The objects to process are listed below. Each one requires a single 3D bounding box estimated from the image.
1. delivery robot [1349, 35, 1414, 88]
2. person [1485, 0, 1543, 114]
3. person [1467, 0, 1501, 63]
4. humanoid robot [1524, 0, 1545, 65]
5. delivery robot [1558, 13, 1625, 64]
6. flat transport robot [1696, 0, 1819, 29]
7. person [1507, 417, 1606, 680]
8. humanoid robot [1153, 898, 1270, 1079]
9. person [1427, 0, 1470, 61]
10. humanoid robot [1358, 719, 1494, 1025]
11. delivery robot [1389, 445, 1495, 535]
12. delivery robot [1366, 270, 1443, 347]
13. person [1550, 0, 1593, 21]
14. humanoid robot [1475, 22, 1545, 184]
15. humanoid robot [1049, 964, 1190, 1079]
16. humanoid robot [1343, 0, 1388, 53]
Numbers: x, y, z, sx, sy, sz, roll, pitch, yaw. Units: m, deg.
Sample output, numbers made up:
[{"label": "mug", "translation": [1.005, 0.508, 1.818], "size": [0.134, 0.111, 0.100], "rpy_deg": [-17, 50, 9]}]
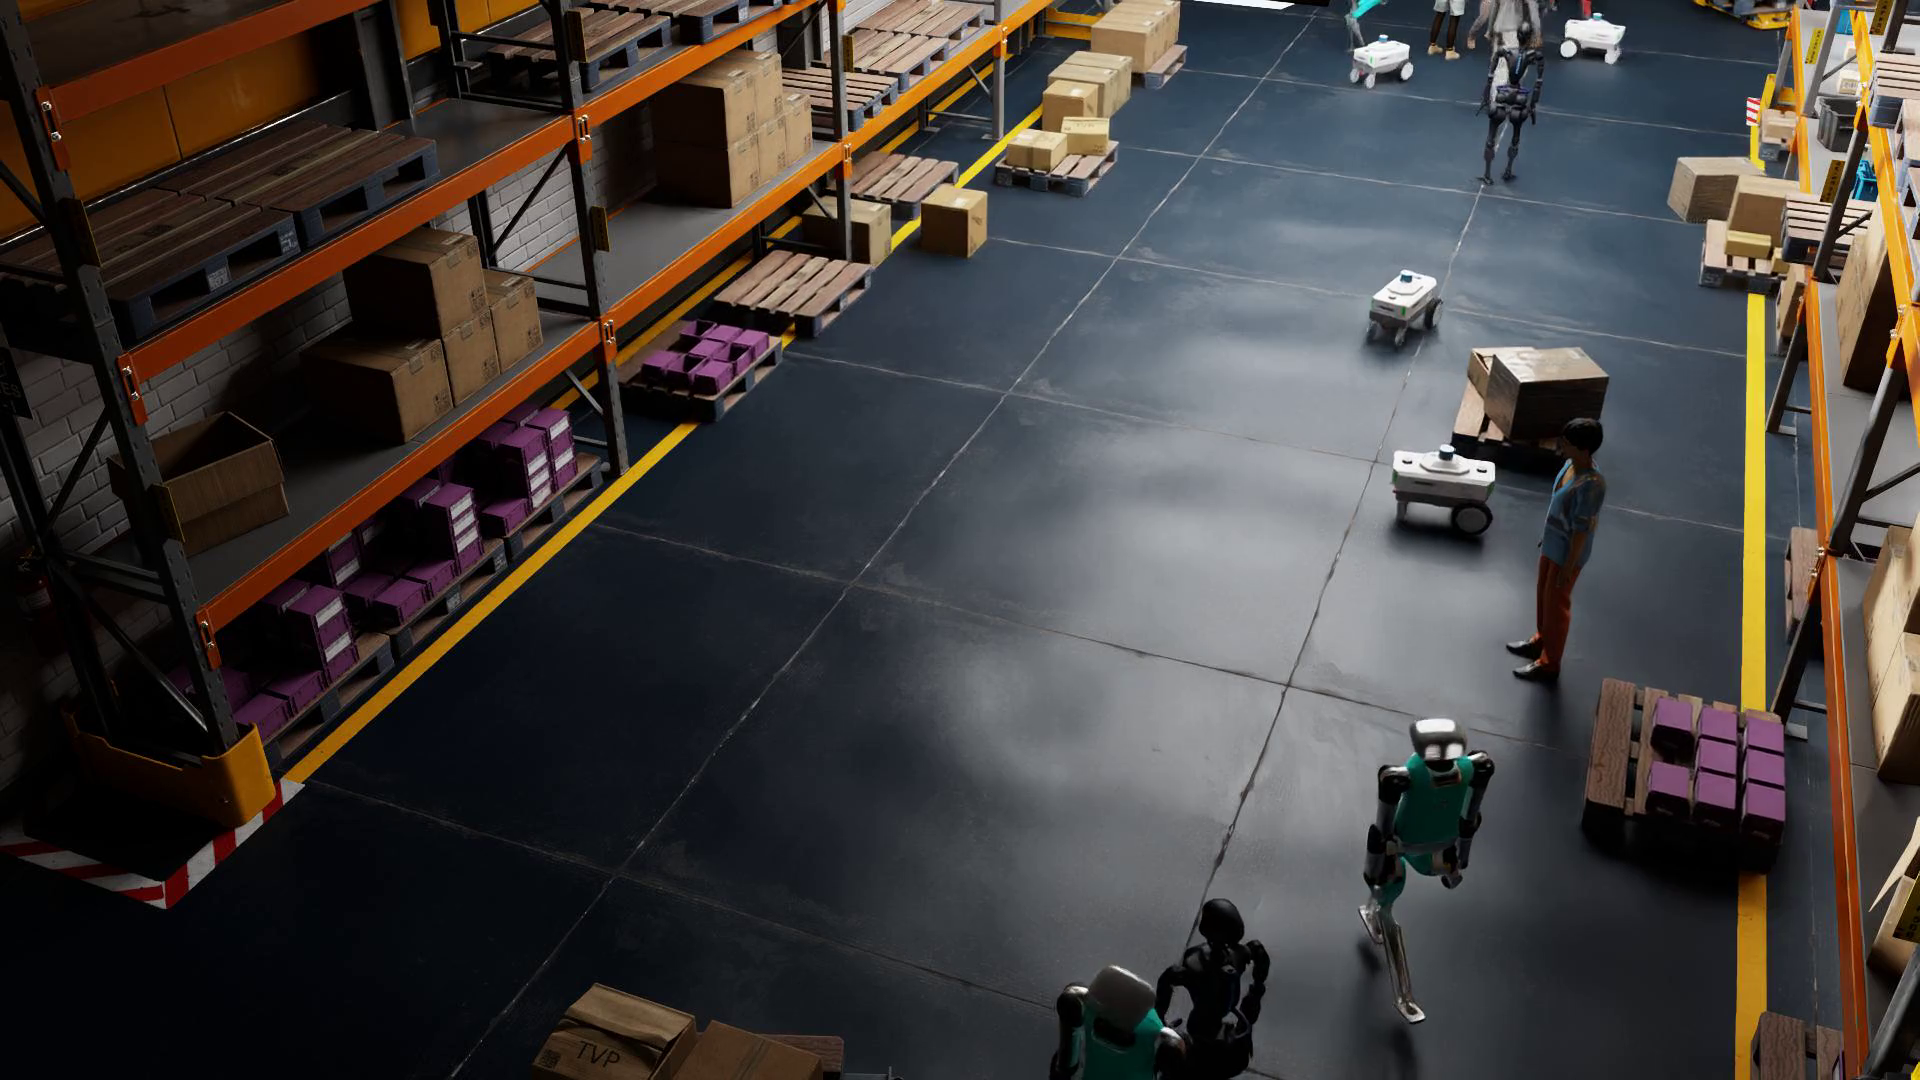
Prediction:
[{"label": "delivery robot", "translation": [5.192, -5.910, 20.474], "size": [0.778, 0.594, 0.499], "rpy_deg": [-20, 38, -28]}, {"label": "person", "translation": [6.377, -5.861, 19.189], "size": [0.519, 1.868, 0.678], "rpy_deg": [-16, 36, -23]}, {"label": "person", "translation": [6.772, -6.968, 21.010], "size": [0.466, 1.740, 0.814], "rpy_deg": [-3, 33, -5]}, {"label": "humanoid robot", "translation": [7.163, -6.798, 20.815], "size": [0.375, 1.661, 0.590], "rpy_deg": [2, 33, 4]}, {"label": "delivery robot", "translation": [8.084, -6.426, 21.282], "size": [0.807, 0.603, 0.499], "rpy_deg": [16, 36, 23]}, {"label": "flat transport robot", "translation": [10.887, -7.335, 22.944], "size": [0.659, 0.231, 1.431], "rpy_deg": [-8, 34, -13]}, {"label": "person", "translation": [3.661, 0.052, 10.141], "size": [0.333, 1.759, 0.500], "rpy_deg": [2, 33, 3]}, {"label": "humanoid robot", "translation": [0.980, 2.120, 7.019], "size": [0.591, 1.655, 0.416], "rpy_deg": [-13, 35, -20]}, {"label": "person", "translation": [6.233, -6.953, 21.044], "size": [0.319, 1.692, 0.535], "rpy_deg": [-21, 38, -29]}, {"label": "humanoid robot", "translation": [2.119, 1.449, 8.001], "size": [0.560, 1.731, 1.029], "rpy_deg": [-6, 33, -9]}, {"label": "delivery robot", "translation": [3.489, -0.394, 11.952], "size": [0.782, 0.611, 0.521], "rpy_deg": [8, 34, 12]}, {"label": "delivery robot", "translation": [3.879, -2.063, 14.538], "size": [0.499, 0.614, 0.796], "rpy_deg": [22, 39, 30]}, {"label": "person", "translation": [8.515, -7.967, 22.577], "size": [0.557, 1.718, 0.785], "rpy_deg": [-12, 35, -18]}, {"label": "humanoid robot", "translation": [5.721, -4.553, 17.341], "size": [0.608, 1.649, 0.350], "rpy_deg": [7, 33, 10]}, {"label": "humanoid robot", "translation": [0.500, 2.459, 6.457], "size": [0.545, 1.823, 0.624], "rpy_deg": [19, 37, 26]}, {"label": "humanoid robot", "translation": [5.161, -6.991, 21.059], "size": [0.793, 1.774, 0.609], "rpy_deg": [-1, 33, -2]}]
